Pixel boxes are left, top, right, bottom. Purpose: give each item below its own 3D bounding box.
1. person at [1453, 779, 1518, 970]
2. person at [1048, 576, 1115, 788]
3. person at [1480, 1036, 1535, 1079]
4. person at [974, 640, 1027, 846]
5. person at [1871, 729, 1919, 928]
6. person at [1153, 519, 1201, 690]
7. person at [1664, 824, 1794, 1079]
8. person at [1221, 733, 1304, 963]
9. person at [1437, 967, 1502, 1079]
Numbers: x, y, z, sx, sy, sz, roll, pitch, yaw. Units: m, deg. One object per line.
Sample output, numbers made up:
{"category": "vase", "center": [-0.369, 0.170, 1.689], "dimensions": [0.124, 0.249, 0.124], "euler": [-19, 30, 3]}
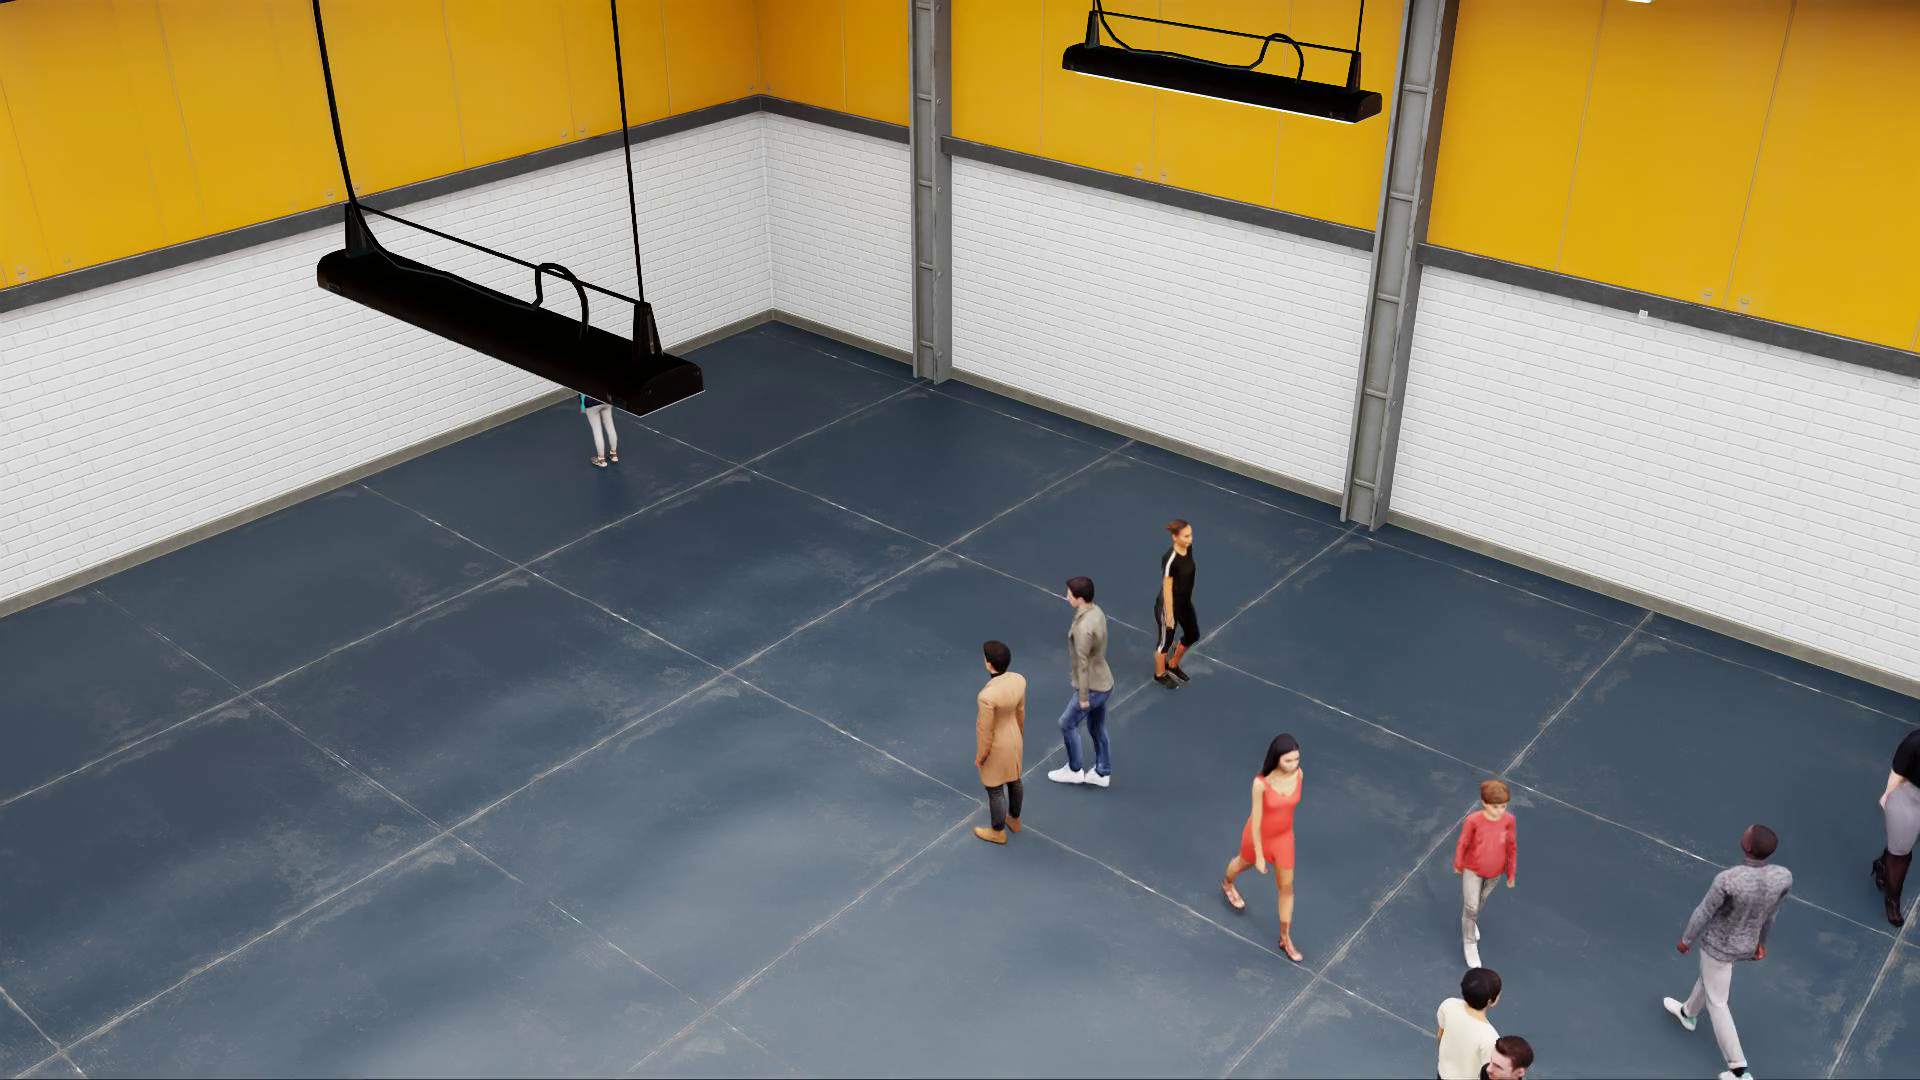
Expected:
{"category": "person", "center": [3.631, 2.225, 11.611], "dimensions": [0.829, 1.394, 0.886], "euler": [-2, 29, -4]}
{"category": "person", "center": [1.122, 1.162, 13.102], "dimensions": [0.865, 1.834, 0.845], "euler": [8, 30, 14]}
{"category": "person", "center": [2.931, 3.408, 8.937], "dimensions": [1.125, 1.878, 1.193], "euler": [-8, 30, -15]}
{"category": "person", "center": [0.309, 1.524, 12.550], "dimensions": [0.605, 1.726, 0.647], "euler": [23, 36, 36]}
{"category": "person", "center": [6.843, 1.850, 11.947], "dimensions": [0.973, 1.732, 1.006], "euler": [0, 29, 1]}
{"category": "person", "center": [1.798, 0.528, 14.446], "dimensions": [0.569, 1.659, 0.599], "euler": [21, 35, 33]}
{"category": "person", "center": [4.885, 2.616, 10.458], "dimensions": [1.110, 1.812, 1.267], "euler": [-8, 30, -14]}
{"category": "person", "center": [2.105, 2.046, 11.649], "dimensions": [0.924, 1.671, 1.209], "euler": [-13, 31, -23]}
{"category": "person", "center": [2.941, 3.150, 9.711], "dimensions": [0.703, 1.590, 0.515], "euler": [-18, 33, -29]}
